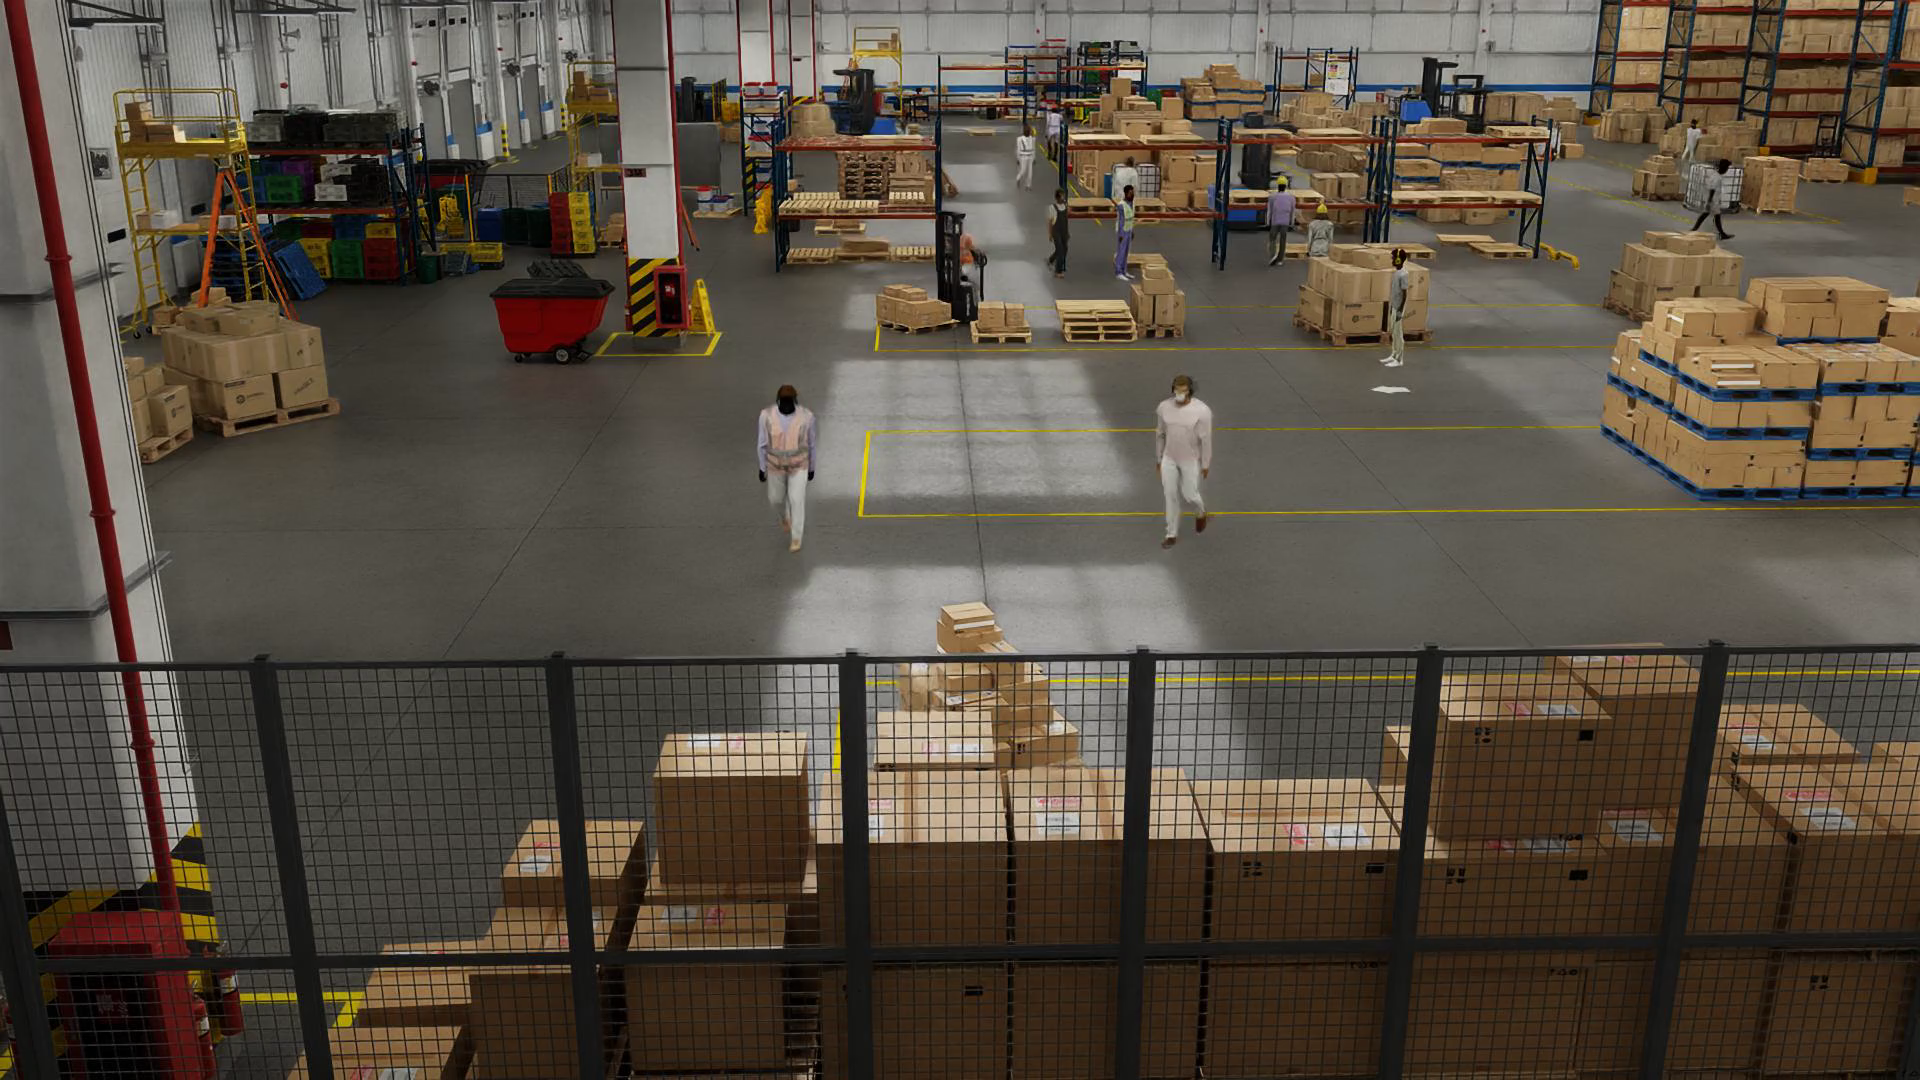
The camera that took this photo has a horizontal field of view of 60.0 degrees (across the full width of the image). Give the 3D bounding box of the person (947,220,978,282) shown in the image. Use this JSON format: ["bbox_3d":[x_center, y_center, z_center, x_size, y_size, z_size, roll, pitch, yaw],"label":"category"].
[{"bbox_3d":[0.035,-5.169,31.093,0.557,1.645,0.592,14,23,35],"label":"person"}]

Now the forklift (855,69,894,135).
[{"bbox_3d":[-3.395,-15.525,59.928,1.873,2.768,1.129,-10,21,-26],"label":"forklift"}]

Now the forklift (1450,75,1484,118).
[{"bbox_3d":[17.159,-14.386,56.549,1.129,2.768,1.873,-1,19,-2],"label":"forklift"}]

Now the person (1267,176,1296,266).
[{"bbox_3d":[6.856,-6.815,35.572,0.616,1.914,0.427,1,19,3],"label":"person"}]

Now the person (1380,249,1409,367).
[{"bbox_3d":[6.916,-3.672,26.330,0.315,1.864,0.526,1,19,2],"label":"person"}]

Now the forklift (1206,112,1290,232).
[{"bbox_3d":[7.038,-8.943,40.400,1.873,2.768,1.129,-1,19,-1],"label":"forklift"}]

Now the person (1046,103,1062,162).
[{"bbox_3d":[3.150,-13.818,56.350,0.586,1.907,0.782,-4,19,-12],"label":"person"}]

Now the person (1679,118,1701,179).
[{"bbox_3d":[22.406,-12.016,51.117,0.709,1.838,0.540,-12,22,-32],"label":"person"}]

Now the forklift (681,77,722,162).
[{"bbox_3d":[-8.926,-13.867,55.007,1.873,2.768,1.129,-1,19,-1],"label":"forklift"}]

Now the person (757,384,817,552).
[{"bbox_3d":[-1.848,-0.811,17.906,0.636,1.823,0.578,1,19,2],"label":"person"}]

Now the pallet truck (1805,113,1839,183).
[{"bbox_3d":[26.403,-11.957,50.702,0.823,1.965,1.885,6,19,16],"label":"pallet truck"}]

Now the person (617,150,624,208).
[{"bbox_3d":[-8.887,-9.846,44.544,0.542,1.930,0.375,-8,20,-23],"label":"person"}]

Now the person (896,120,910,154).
[{"bbox_3d":[-1.846,-12.682,53.477,0.518,1.604,0.855,-7,20,-20],"label":"person"}]

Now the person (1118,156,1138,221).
[{"bbox_3d":[4.015,-8.142,39.490,0.435,1.928,0.652,-13,23,-34],"label":"person"}]

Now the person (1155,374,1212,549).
[{"bbox_3d":[2.429,-0.882,17.965,0.636,1.921,0.661,11,21,29],"label":"person"}]

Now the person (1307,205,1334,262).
[{"bbox_3d":[6.996,-5.647,32.377,0.494,1.741,0.308,1,19,3],"label":"person"}]

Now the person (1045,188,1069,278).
[{"bbox_3d":[2.002,-6.344,34.316,0.524,1.827,0.585,-17,25,-41],"label":"person"}]

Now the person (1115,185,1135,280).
[{"bbox_3d":[3.380,-6.301,34.046,0.396,1.919,0.590,10,21,28],"label":"person"}]

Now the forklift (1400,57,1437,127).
[{"bbox_3d":[19.315,-18.501,68.754,1.873,2.768,1.129,-1,19,-1],"label":"forklift"}]

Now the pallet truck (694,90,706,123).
[{"bbox_3d":[-9.671,-15.907,62.421,0.823,1.965,1.885,5,19,15],"label":"pallet truck"}]

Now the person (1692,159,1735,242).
[{"bbox_3d":[17.767,-7.985,39.061,1.025,1.898,0.707,9,20,24],"label":"person"}]

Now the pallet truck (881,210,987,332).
[{"bbox_3d":[-0.493,-4.759,29.349,1.885,1.965,0.823,-13,23,-34],"label":"pallet truck"}]

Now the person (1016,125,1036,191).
[{"bbox_3d":[1.918,-11.133,48.462,0.580,1.866,0.565,-9,21,-26],"label":"person"}]
